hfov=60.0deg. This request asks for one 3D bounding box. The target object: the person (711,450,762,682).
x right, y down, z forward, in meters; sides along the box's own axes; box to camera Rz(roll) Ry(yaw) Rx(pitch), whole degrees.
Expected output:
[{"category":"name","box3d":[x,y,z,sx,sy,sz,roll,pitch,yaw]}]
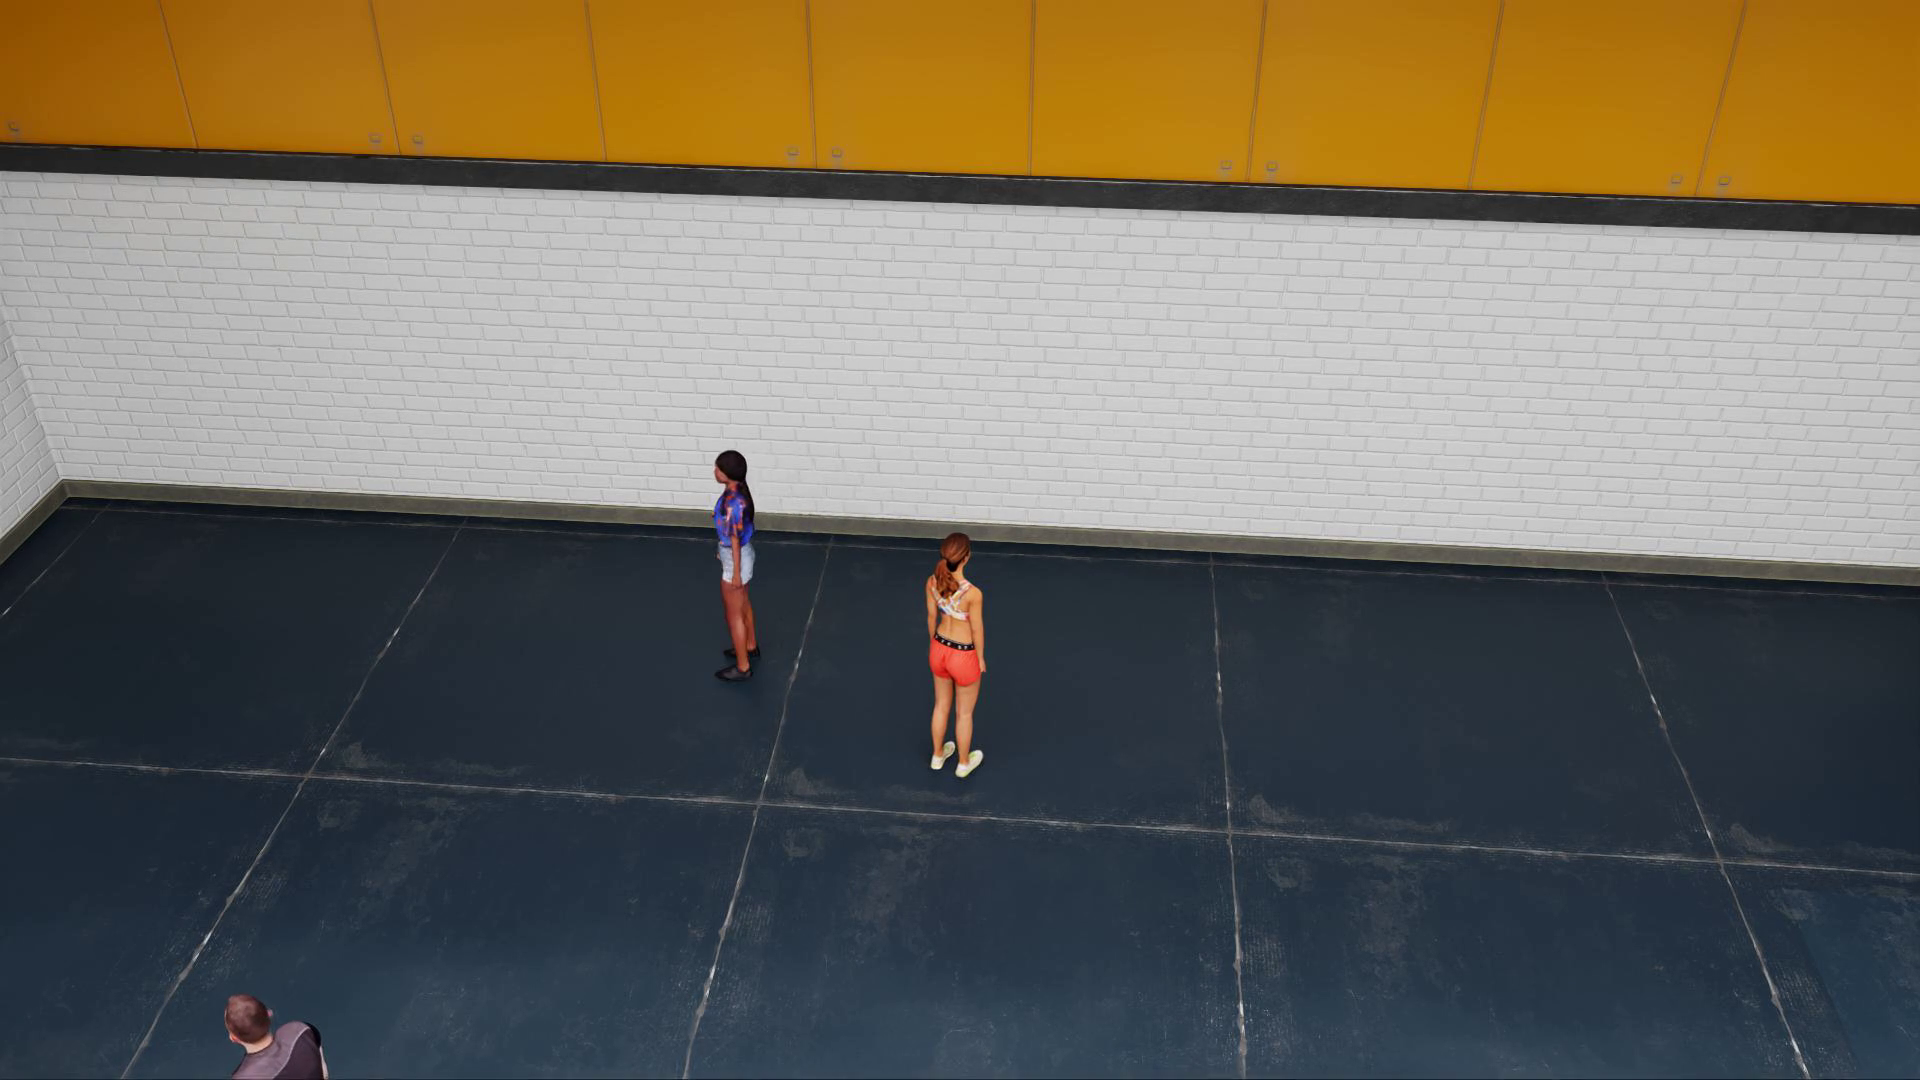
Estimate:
[{"category":"person","box3d":[-1.483,0.150,11.434,0.708,1.738,0.570,-3,34,-4]}]

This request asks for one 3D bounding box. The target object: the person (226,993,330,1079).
[{"category":"person","box3d":[-2.987,2.705,7.496,0.813,1.840,0.650,14,36,20]}]

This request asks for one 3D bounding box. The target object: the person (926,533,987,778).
[{"category":"person","box3d":[-0.032,0.742,10.499,0.654,1.786,0.684,21,39,29]}]
